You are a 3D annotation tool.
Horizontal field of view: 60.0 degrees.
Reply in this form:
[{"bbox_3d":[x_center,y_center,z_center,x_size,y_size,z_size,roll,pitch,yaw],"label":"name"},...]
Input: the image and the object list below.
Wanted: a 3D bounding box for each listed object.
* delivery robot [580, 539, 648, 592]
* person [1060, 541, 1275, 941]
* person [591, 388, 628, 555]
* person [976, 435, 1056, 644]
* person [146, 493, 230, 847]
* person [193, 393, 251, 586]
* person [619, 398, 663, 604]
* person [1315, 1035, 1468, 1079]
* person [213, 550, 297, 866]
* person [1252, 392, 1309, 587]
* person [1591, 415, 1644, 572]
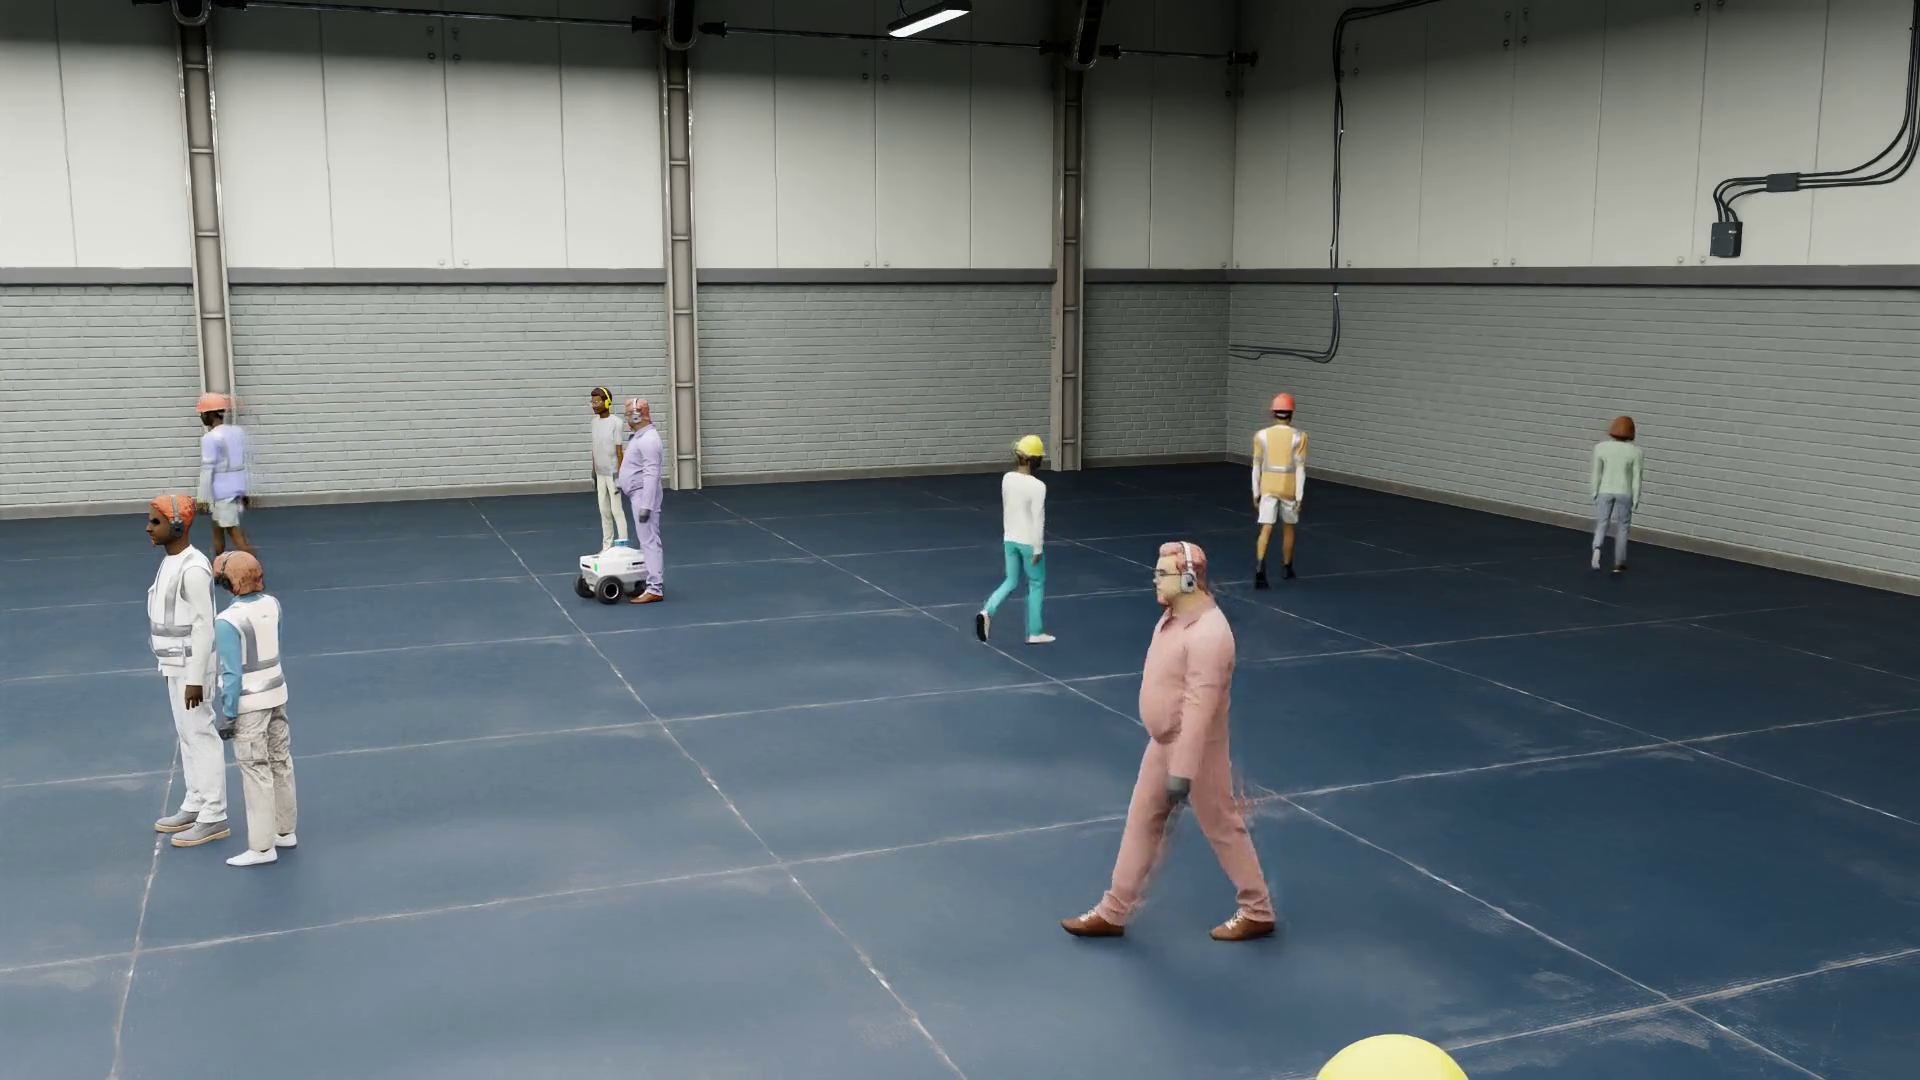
[{"bbox_3d":[-3.181,0.237,15.587,0.707,0.478,0.477,-7,12,-39],"label":"delivery robot"},{"bbox_3d":[0.999,0.925,7.492,0.991,1.853,0.666,-2,9,-11],"label":"person"},{"bbox_3d":[-3.721,-0.680,17.559,0.517,1.865,0.313,7,12,38],"label":"person"},{"bbox_3d":[0.472,0.014,13.551,0.660,1.744,0.526,-8,12,-41],"label":"person"},{"bbox_3d":[-4.147,0.686,8.904,0.356,1.883,0.572,-7,11,-37],"label":"person"},{"bbox_3d":[-7.200,-0.462,16.045,0.893,1.897,0.562,1,9,6],"label":"person"},{"bbox_3d":[-2.957,-0.365,15.448,0.405,1.903,0.636,-2,9,-15],"label":"person"},{"bbox_3d":[0.616,1.675,2.552,0.370,1.929,0.585,0,9,-2],"label":"person"},{"bbox_3d":[-3.641,0.862,8.572,0.314,1.636,0.515,1,9,8],"label":"person"},{"bbox_3d":[3.111,-0.491,16.290,0.552,1.899,0.954,4,10,22],"label":"person"},{"bbox_3d":[6.651,-0.456,16.889,0.505,1.619,0.578,6,11,35],"label":"person"}]
